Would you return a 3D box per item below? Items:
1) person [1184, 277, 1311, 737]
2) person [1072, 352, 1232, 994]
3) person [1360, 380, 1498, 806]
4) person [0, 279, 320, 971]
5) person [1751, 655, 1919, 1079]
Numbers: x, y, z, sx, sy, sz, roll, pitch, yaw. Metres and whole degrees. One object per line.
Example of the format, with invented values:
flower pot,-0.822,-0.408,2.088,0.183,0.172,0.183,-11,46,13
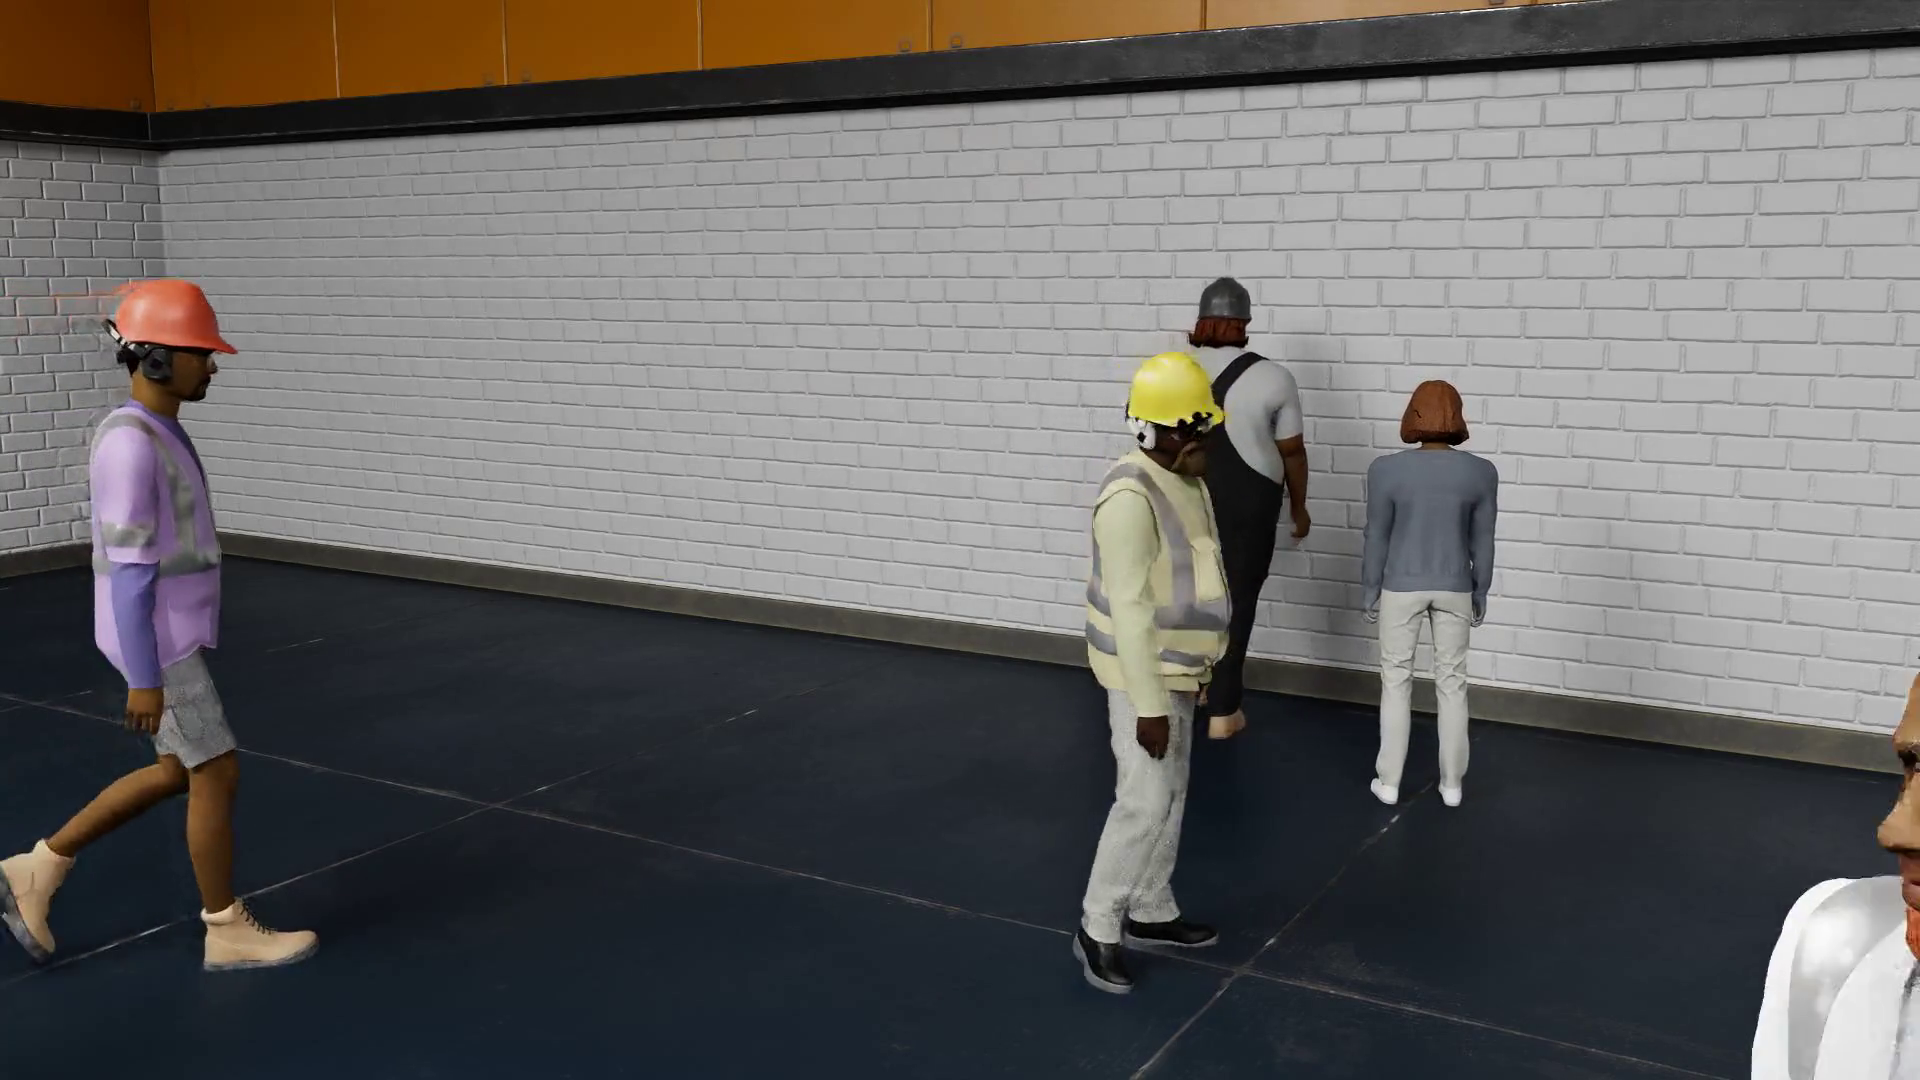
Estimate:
person,1.234,-0.187,7.489,0.693,2.000,0.856,5,10,28
person,0.573,0.374,4.765,0.407,1.804,0.646,4,10,22
person,1.778,0.206,6.334,0.493,1.624,0.280,0,9,1
person,-2.341,0.274,4.706,0.814,2.014,0.611,-3,10,-19
person,0.833,0.914,1.281,0.985,1.845,0.593,-1,9,-5
